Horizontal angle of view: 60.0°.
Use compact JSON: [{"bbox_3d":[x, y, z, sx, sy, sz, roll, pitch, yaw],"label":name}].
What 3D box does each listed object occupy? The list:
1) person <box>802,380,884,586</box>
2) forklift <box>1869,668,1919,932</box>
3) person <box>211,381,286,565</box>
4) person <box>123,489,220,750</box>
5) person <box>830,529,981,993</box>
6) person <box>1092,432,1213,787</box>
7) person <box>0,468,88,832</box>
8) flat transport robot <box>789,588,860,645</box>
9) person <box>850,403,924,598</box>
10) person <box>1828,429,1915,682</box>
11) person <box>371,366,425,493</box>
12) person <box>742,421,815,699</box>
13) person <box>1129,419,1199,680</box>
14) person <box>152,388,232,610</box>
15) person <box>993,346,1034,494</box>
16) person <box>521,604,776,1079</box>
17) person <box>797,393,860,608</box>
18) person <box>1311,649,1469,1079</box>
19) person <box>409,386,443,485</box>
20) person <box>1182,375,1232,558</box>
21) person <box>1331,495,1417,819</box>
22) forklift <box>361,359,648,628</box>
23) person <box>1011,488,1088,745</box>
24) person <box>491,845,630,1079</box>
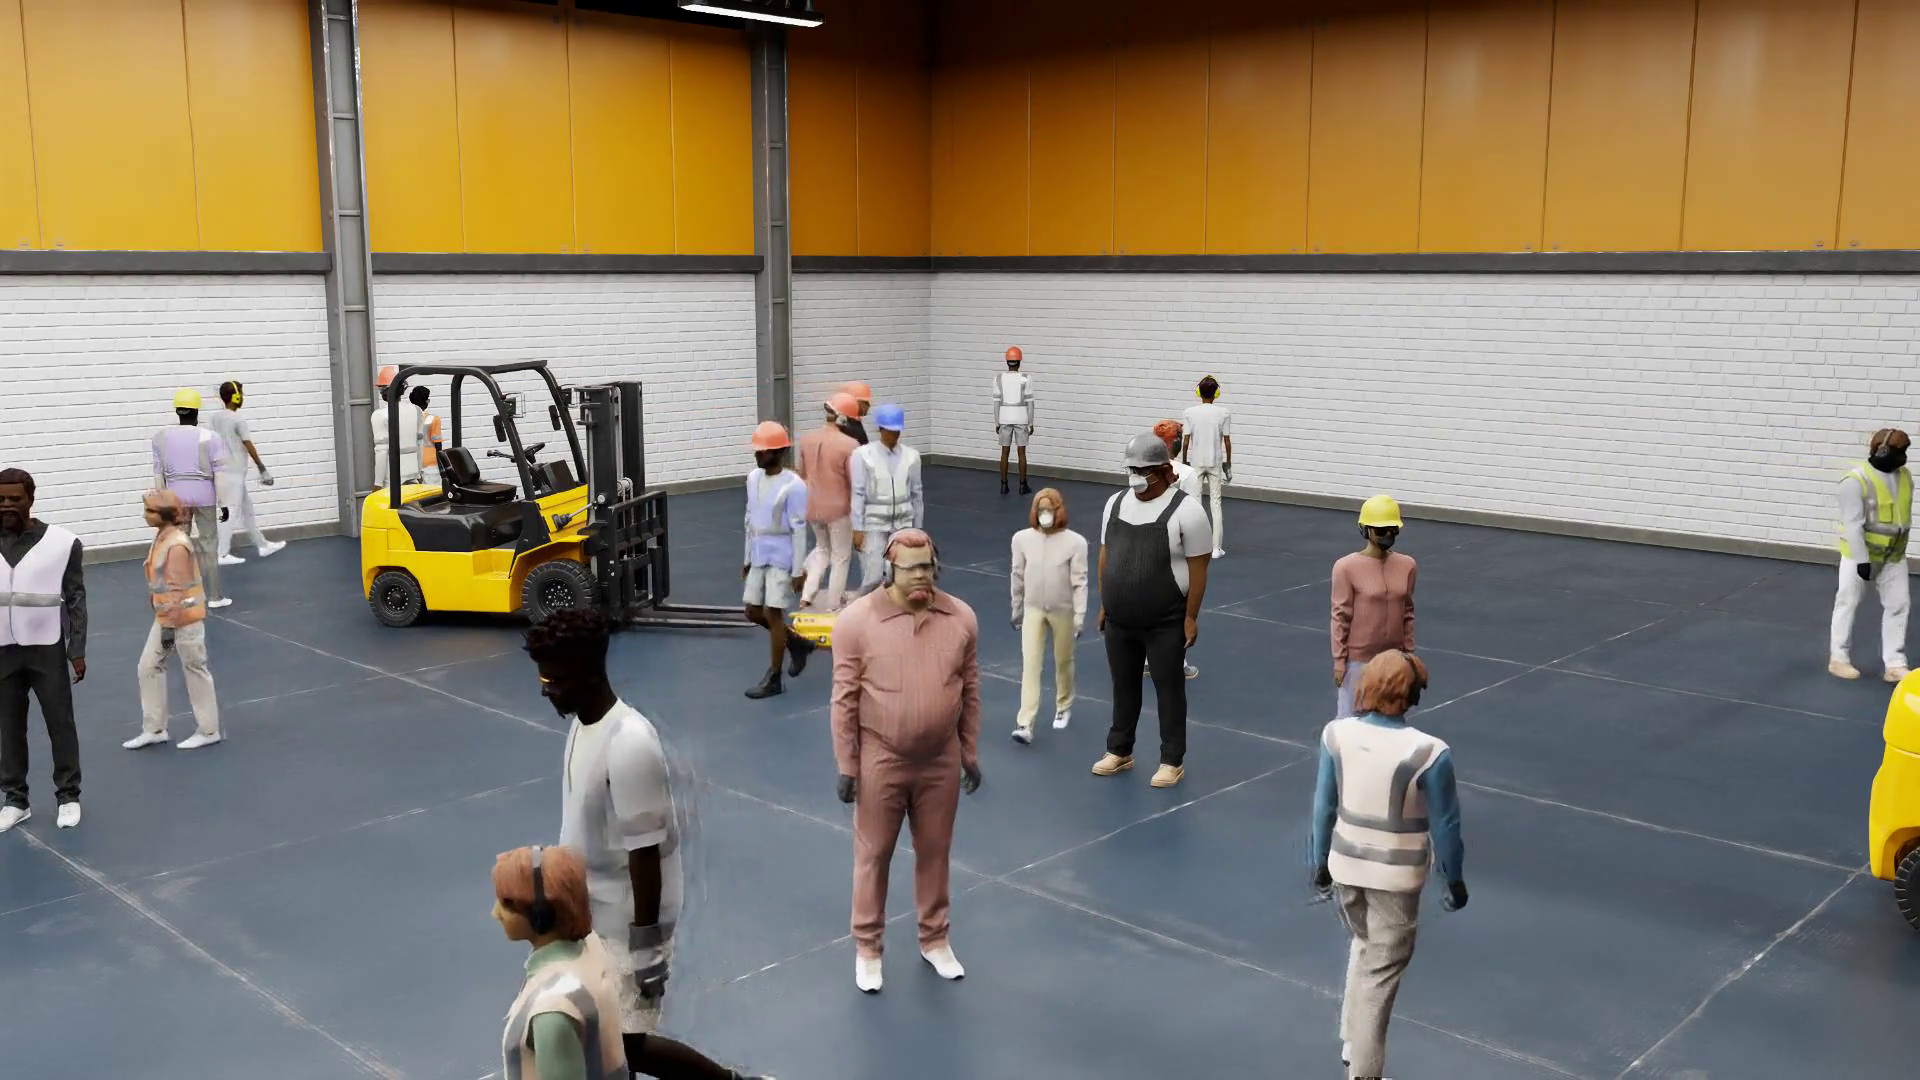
[{"bbox_3d":[-1.029,-0.458,14.943,0.889,1.968,0.628,2,10,14],"label":"person"},{"bbox_3d":[5.205,0.723,7.013,2.313,2.155,1.214,9,13,43],"label":"forklift"},{"bbox_3d":[-7.197,-0.683,16.759,0.519,1.832,0.841,8,12,40],"label":"person"},{"bbox_3d":[-4.862,0.502,10.093,0.650,1.612,0.547,-7,12,-37],"label":"person"},{"bbox_3d":[-0.209,0.896,6.837,0.649,1.905,0.403,-3,10,-20],"label":"person"},{"bbox_3d":[1.050,0.392,9.510,0.688,2.000,0.536,7,12,37],"label":"person"},{"bbox_3d":[-4.916,0.571,8.780,0.590,1.922,0.392,-2,9,-12],"label":"person"},{"bbox_3d":[-0.983,0.615,13.553,0.652,0.197,1.431,1,9,6],"label":"flat transport robot"},{"bbox_3d":[-0.569,-0.116,12.969,0.633,1.925,0.570,-4,10,-25],"label":"person"},{"bbox_3d":[6.538,0.130,11.769,0.656,1.818,0.766,-2,10,-13],"label":"person"},{"bbox_3d":[-5.304,-0.612,15.660,0.378,2.044,0.608,4,10,23],"label":"person"},{"bbox_3d":[-1.248,0.125,11.512,0.576,1.923,0.588,9,13,42],"label":"person"},{"bbox_3d":[1.477,0.074,11.940,0.580,1.883,0.352,7,12,38],"label":"person"},{"bbox_3d":[-6.633,-0.347,14.388,0.592,1.926,0.366,-1,9,-7],"label":"person"},{"bbox_3d":[0.710,-1.568,21.830,0.545,1.942,0.349,2,10,13],"label":"person"},{"bbox_3d":[-0.988,1.146,5.204,0.686,1.936,0.668,-5,10,-26],"label":"person"},{"bbox_3d":[-1.066,-0.210,13.462,0.663,1.950,0.588,8,12,40],"label":"person"},{"bbox_3d":[1.527,1.188,5.907,0.524,1.618,0.508,-8,12,-40],"label":"person"},{"bbox_3d":[-5.830,-0.825,18.046,0.532,1.694,0.320,3,10,20],"label":"person"},{"bbox_3d":[2.516,-0.744,16.995,0.531,1.870,0.316,1,9,8],"label":"person"},{"bbox_3d":[2.209,0.633,8.871,0.525,1.769,0.312,-4,10,-22],"label":"person"},{"bbox_3d":[-3.850,-0.407,13.936,2.313,2.155,1.214,2,9,11],"label":"forklift"},{"bbox_3d":[0.546,0.470,10.395,0.511,1.581,0.872,2,10,14],"label":"person"},{"bbox_3d":[-0.967,1.503,4.082,0.878,1.591,0.526,-1,9,-3],"label":"person"}]
